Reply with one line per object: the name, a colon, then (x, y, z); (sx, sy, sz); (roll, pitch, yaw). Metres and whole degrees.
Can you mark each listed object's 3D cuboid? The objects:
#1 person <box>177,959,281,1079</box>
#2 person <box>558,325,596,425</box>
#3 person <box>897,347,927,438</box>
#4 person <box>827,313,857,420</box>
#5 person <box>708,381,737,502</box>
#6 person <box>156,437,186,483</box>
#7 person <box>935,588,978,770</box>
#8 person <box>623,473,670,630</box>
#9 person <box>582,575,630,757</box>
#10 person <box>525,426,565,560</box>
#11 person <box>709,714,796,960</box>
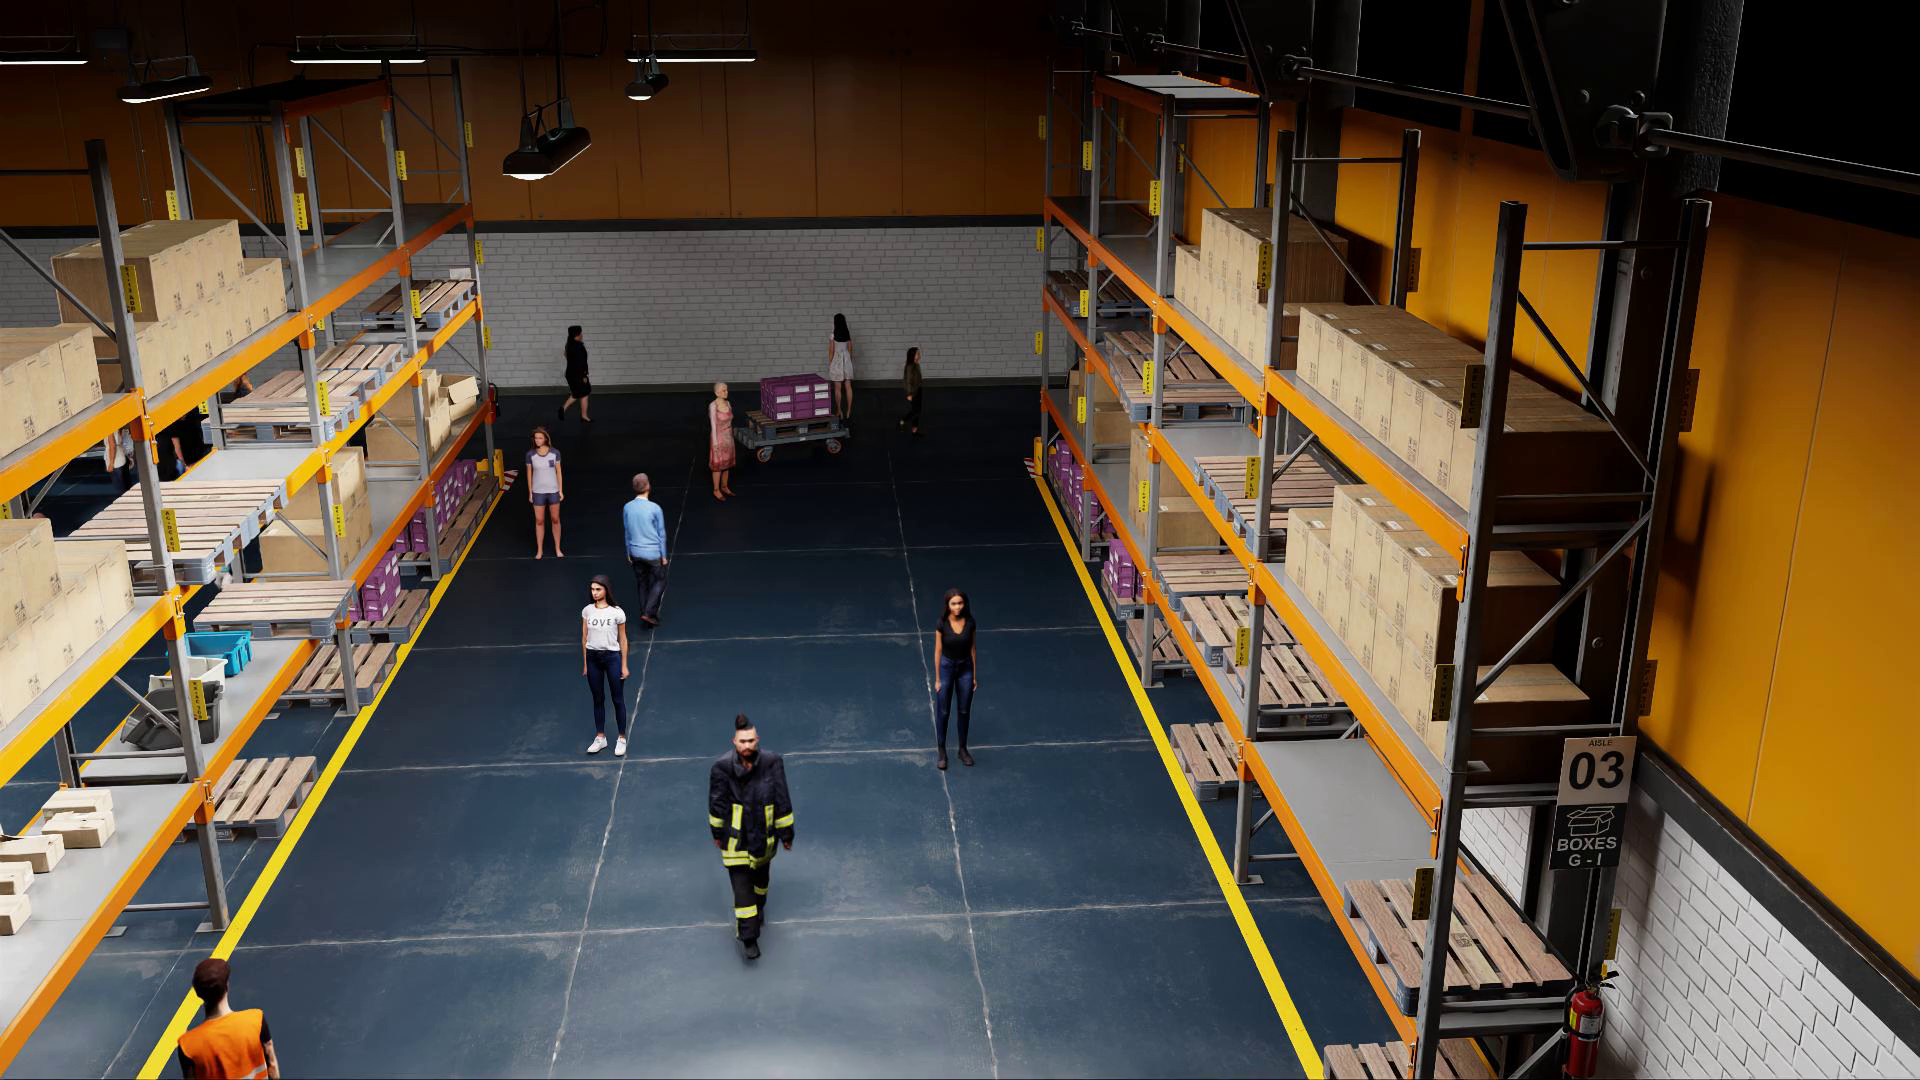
person: (-4.075, 3.233, 9.392); (0.792, 1.881, 0.823); (-15, 24, -37)
person: (-6.347, -2.682, 27.303); (0.990, 1.657, 0.960); (-13, 23, -34)
person: (-0.800, -2.357, 26.632); (0.800, 1.471, 0.753); (7, 20, 20)
person: (-1.983, -2.907, 27.784); (0.744, 1.777, 0.761); (-9, 21, -26)
person: (-3.367, -1.414, 23.482); (0.761, 1.693, 0.674); (10, 21, 27)
person: (-9.764, -0.391, 20.464); (0.755, 1.681, 1.098); (1, 19, 4)
person: (-0.048, 1.262, 15.463); (0.591, 1.740, 0.575); (-5, 19, -14)
person: (-3.542, 0.155, 18.638); (0.804, 1.812, 0.859); (6, 19, 16)
person: (-3.340, 1.169, 15.684); (0.644, 1.775, 0.592); (3, 19, 9)
person: (-5.243, -0.614, 21.049); (0.618, 1.730, 0.579); (-4, 19, -13)
person: (-1.596, 2.168, 12.655); (0.910, 1.816, 1.187); (-5, 19, -15)
